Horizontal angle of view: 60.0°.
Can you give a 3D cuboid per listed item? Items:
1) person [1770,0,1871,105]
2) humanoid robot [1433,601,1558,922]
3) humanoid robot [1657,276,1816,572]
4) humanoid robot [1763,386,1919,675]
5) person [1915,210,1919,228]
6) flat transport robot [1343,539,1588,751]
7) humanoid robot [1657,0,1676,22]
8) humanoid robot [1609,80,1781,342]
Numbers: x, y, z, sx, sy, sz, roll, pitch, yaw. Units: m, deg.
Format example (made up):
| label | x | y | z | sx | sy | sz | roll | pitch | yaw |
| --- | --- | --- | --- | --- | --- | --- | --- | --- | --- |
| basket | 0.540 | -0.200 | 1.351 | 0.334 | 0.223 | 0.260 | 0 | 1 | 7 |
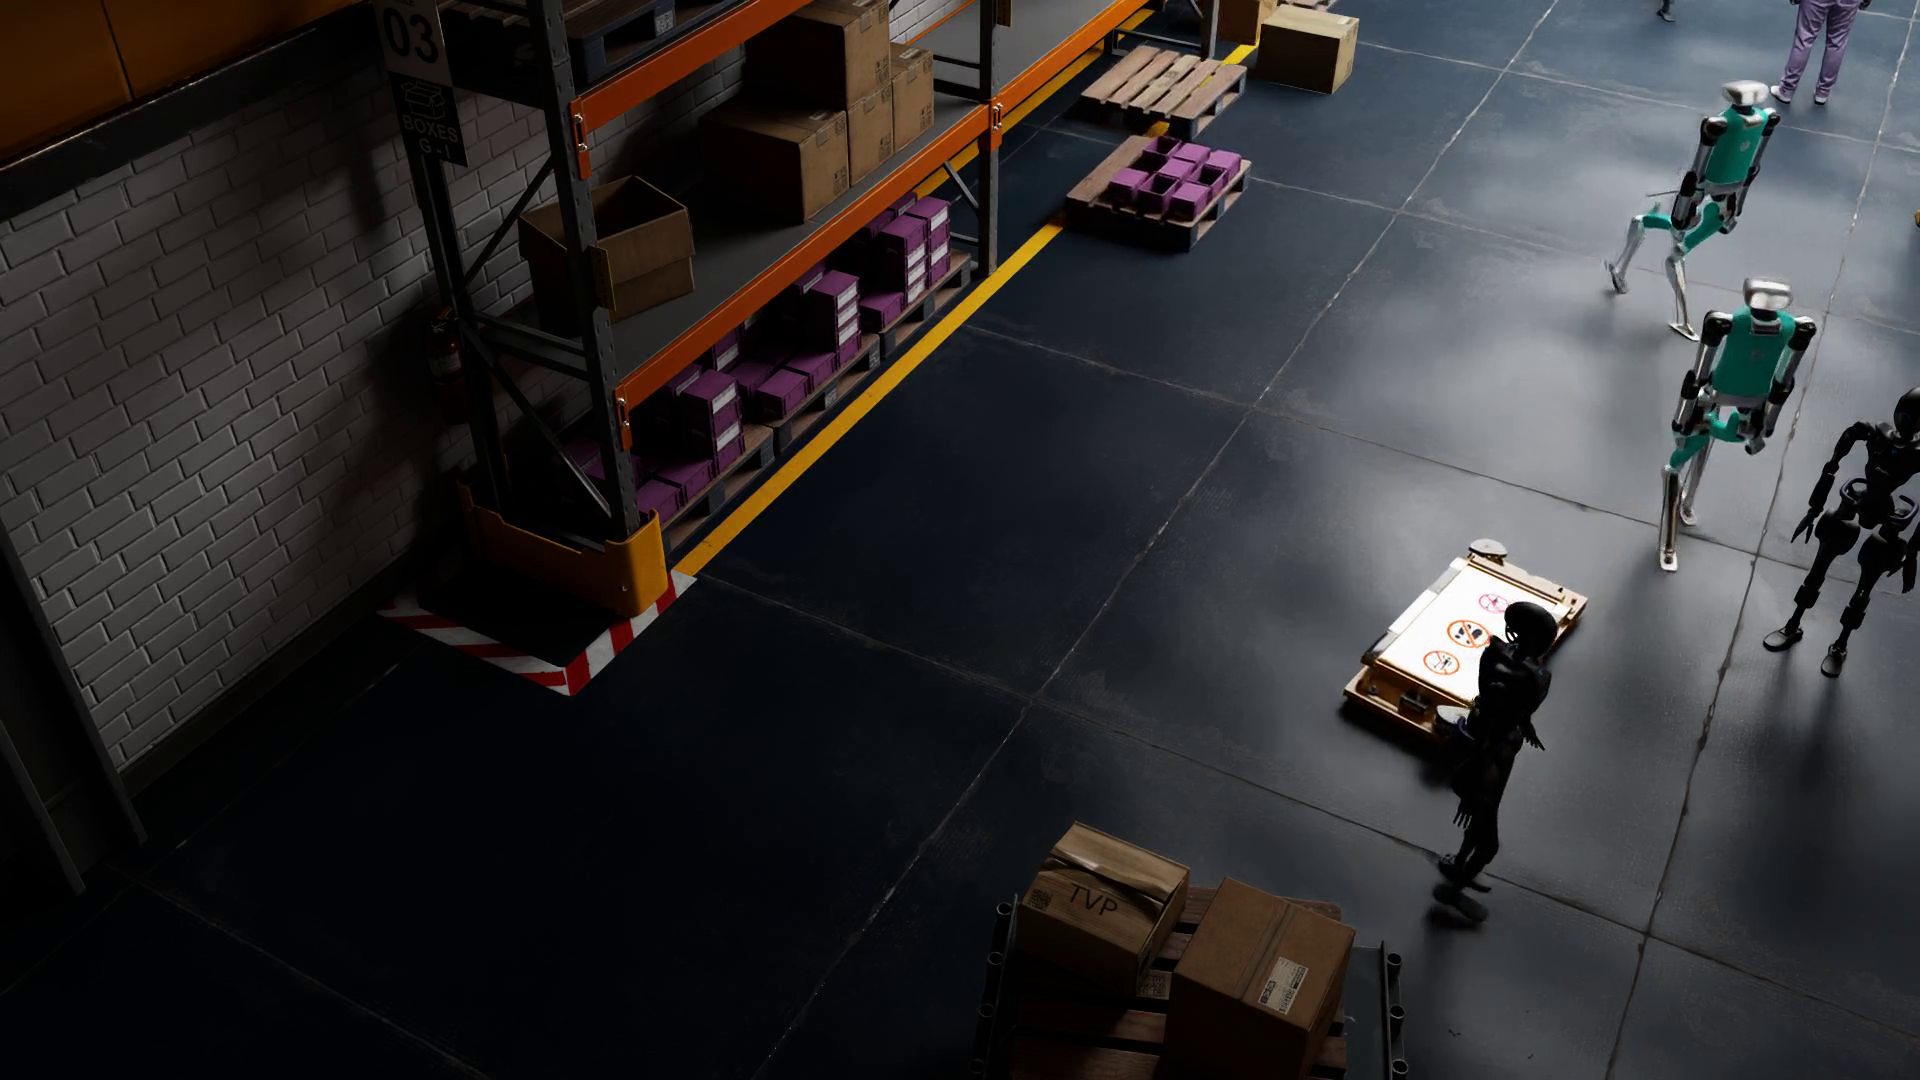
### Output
| label | x | y | z | sx | sy | sz | roll | pitch | yaw |
| --- | --- | --- | --- | --- | --- | --- | --- | --- | --- |
| person | 7.105 | -4.488 | 13.521 | 0.650 | 1.905 | 0.406 | 5 | 39 | 6 |
| humanoid robot | 2.271 | 0.891 | 6.977 | 0.363 | 1.652 | 0.608 | 26 | 45 | 29 |
| humanoid robot | 4.069 | -0.740 | 8.988 | 0.543 | 1.782 | 0.886 | 5 | 39 | 6 |
| humanoid robot | 4.435 | -0.046 | 8.139 | 0.315 | 1.657 | 0.599 | -31 | 48 | -33 |
| person | 7.278 | -3.069 | 11.758 | 0.567 | 1.893 | 0.374 | 24 | 44 | 27 |
| flat transport robot | 2.630 | 0.518 | 8.572 | 0.659 | 0.231 | 1.431 | 28 | 46 | 30 |
| humanoid robot | 6.610 | -5.579 | 15.061 | 0.589 | 1.644 | 0.472 | -5 | 39 | -7 |
| humanoid robot | 4.712 | -2.284 | 10.913 | 0.538 | 1.765 | 0.973 | -12 | 40 | -15 |
